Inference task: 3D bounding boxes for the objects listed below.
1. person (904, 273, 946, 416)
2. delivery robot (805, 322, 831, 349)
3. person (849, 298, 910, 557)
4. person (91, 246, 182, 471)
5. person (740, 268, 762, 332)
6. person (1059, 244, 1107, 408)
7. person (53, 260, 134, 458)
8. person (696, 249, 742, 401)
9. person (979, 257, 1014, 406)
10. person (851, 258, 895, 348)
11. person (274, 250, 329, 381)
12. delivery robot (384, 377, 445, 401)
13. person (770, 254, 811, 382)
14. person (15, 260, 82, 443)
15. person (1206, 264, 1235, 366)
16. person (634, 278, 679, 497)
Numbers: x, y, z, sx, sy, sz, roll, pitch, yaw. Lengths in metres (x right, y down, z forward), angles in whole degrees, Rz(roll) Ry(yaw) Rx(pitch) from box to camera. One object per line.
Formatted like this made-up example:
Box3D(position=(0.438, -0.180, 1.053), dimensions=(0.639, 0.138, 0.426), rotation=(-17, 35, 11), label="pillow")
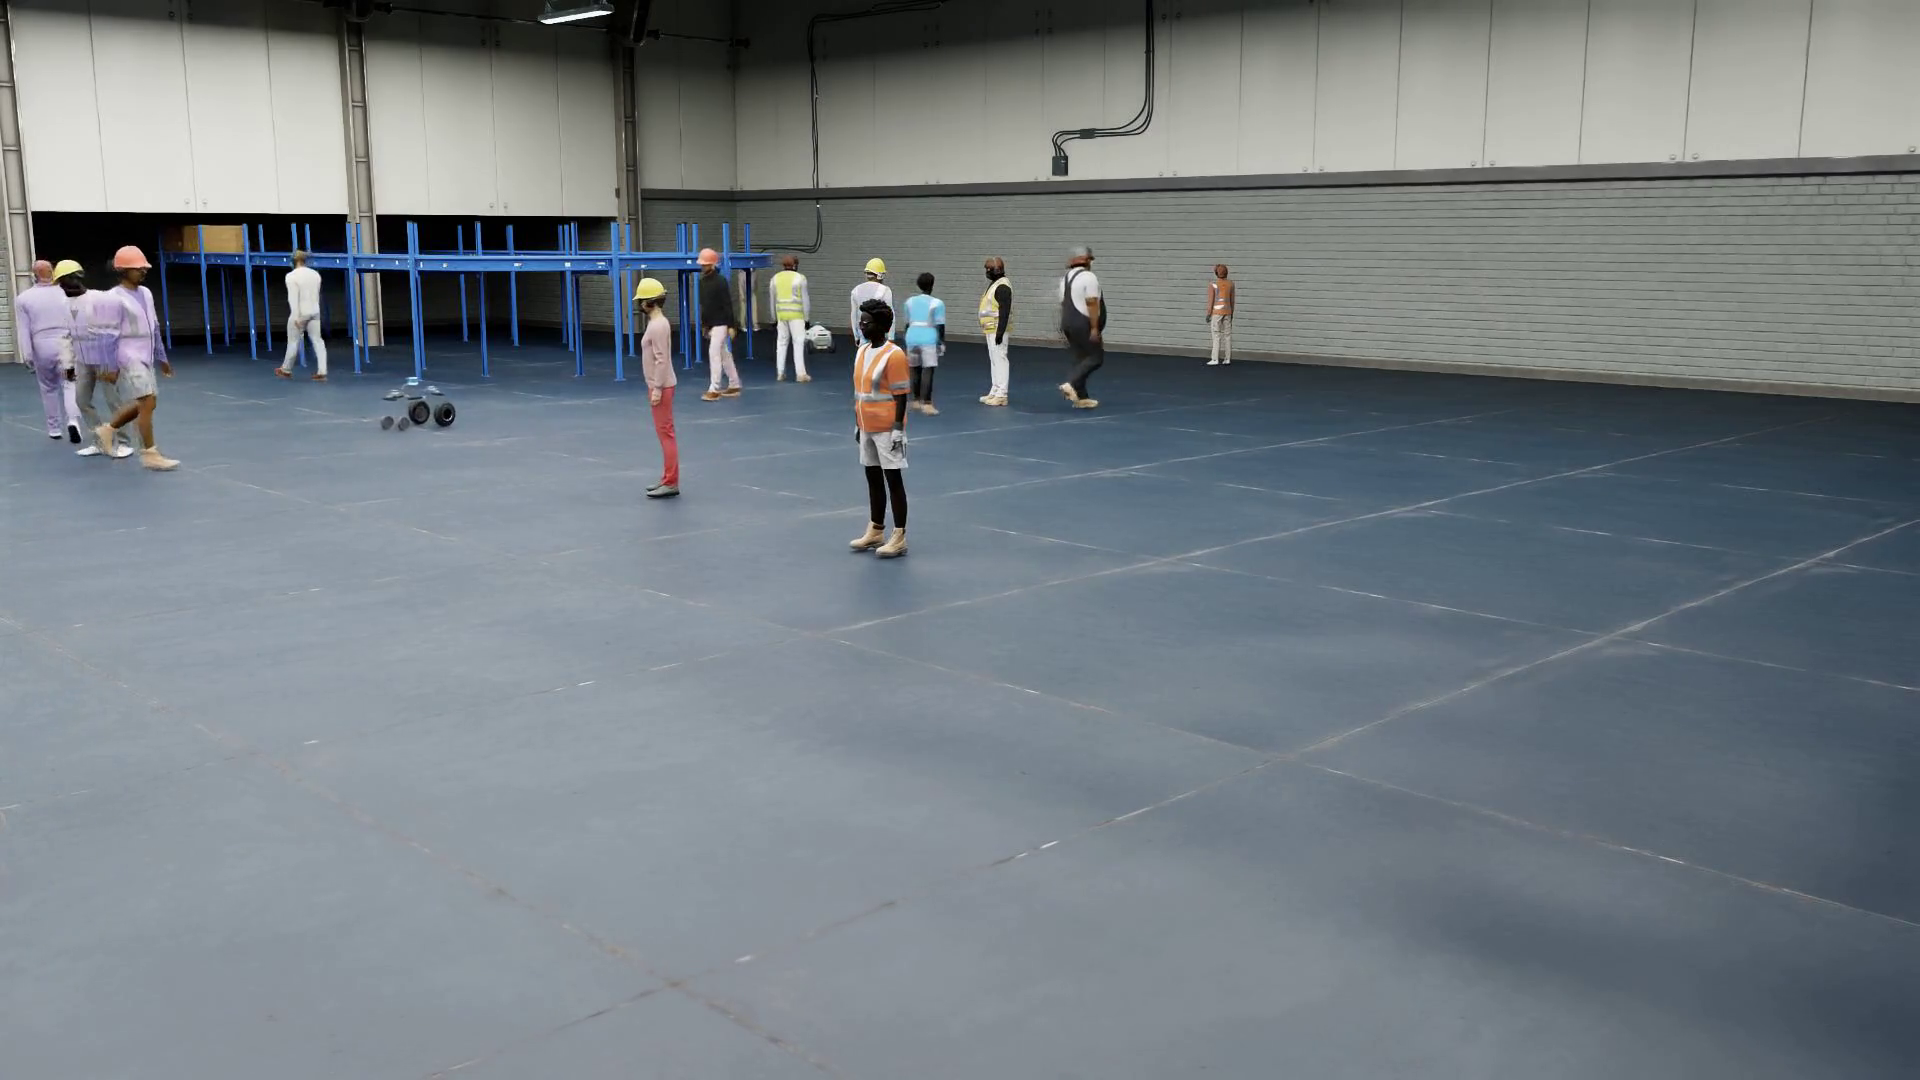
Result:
Box3D(position=(-0.419, -2.331, 19.764), dimensions=(0.592, 1.667, 0.702), rotation=(5, 11, 24), label="person")
Box3D(position=(-2.569, -3.698, 30.105), dimensions=(0.477, 0.478, 0.707), rotation=(-4, 11, -18), label="delivery robot")
Box3D(position=(-0.532, -0.745, 11.029), dimensions=(0.319, 1.695, 0.539), rotation=(-7, 13, -35), label="person")
Box3D(position=(-7.527, -1.641, 15.034), dimensions=(0.791, 2.023, 0.612), rotation=(1, 10, 3), label="person")
Box3D(position=(-4.588, -5.322, 36.312), dimensions=(0.503, 1.559, 0.880), rotation=(-7, 12, -33), label="person")
Box3D(position=(1.501, -2.604, 20.344), dimensions=(0.601, 2.000, 0.715), rotation=(-5, 12, -27), label="person")
Box3D(position=(-8.213, -1.716, 15.834), dimensions=(0.639, 1.878, 0.484), rotation=(4, 11, 22), label="person")
Box3D(position=(-3.124, -2.800, 21.607), dimensions=(0.752, 1.949, 0.677), rotation=(-7, 13, -34), label="person")
Box3D(position=(0.449, -2.616, 20.854), dimensions=(0.429, 1.838, 0.621), rotation=(-2, 11, -9), label="person")
Box3D(position=(-1.032, -2.502, 20.242), dimensions=(0.600, 1.829, 0.404), rotation=(6, 12, 31), label="person")
Box3D(position=(-9.644, -3.276, 24.294), dimensions=(0.997, 1.891, 0.641), rotation=(6, 12, 29), label="person")
Box3D(position=(-6.058, -1.690, 18.448), dimensions=(0.335, 0.223, 0.698), rotation=(6, 12, 31), label="delivery robot")
Box3D(position=(-2.457, -3.250, 24.308), dimensions=(0.627, 1.842, 0.429), rotation=(5, 12, 26), label="person")
Box3D(position=(-9.327, -1.948, 17.142), dimensions=(0.644, 1.867, 0.957), rotation=(-6, 12, -30), label="person")
Box3D(position=(4.250, -3.670, 27.131), dimensions=(0.514, 1.641, 0.309), rotation=(-5, 11, -24), label="person")
Box3D(position=(-2.468, -1.238, 13.536), dimensions=(0.327, 1.765, 0.528), rotation=(-1, 10, -7), label="person")
